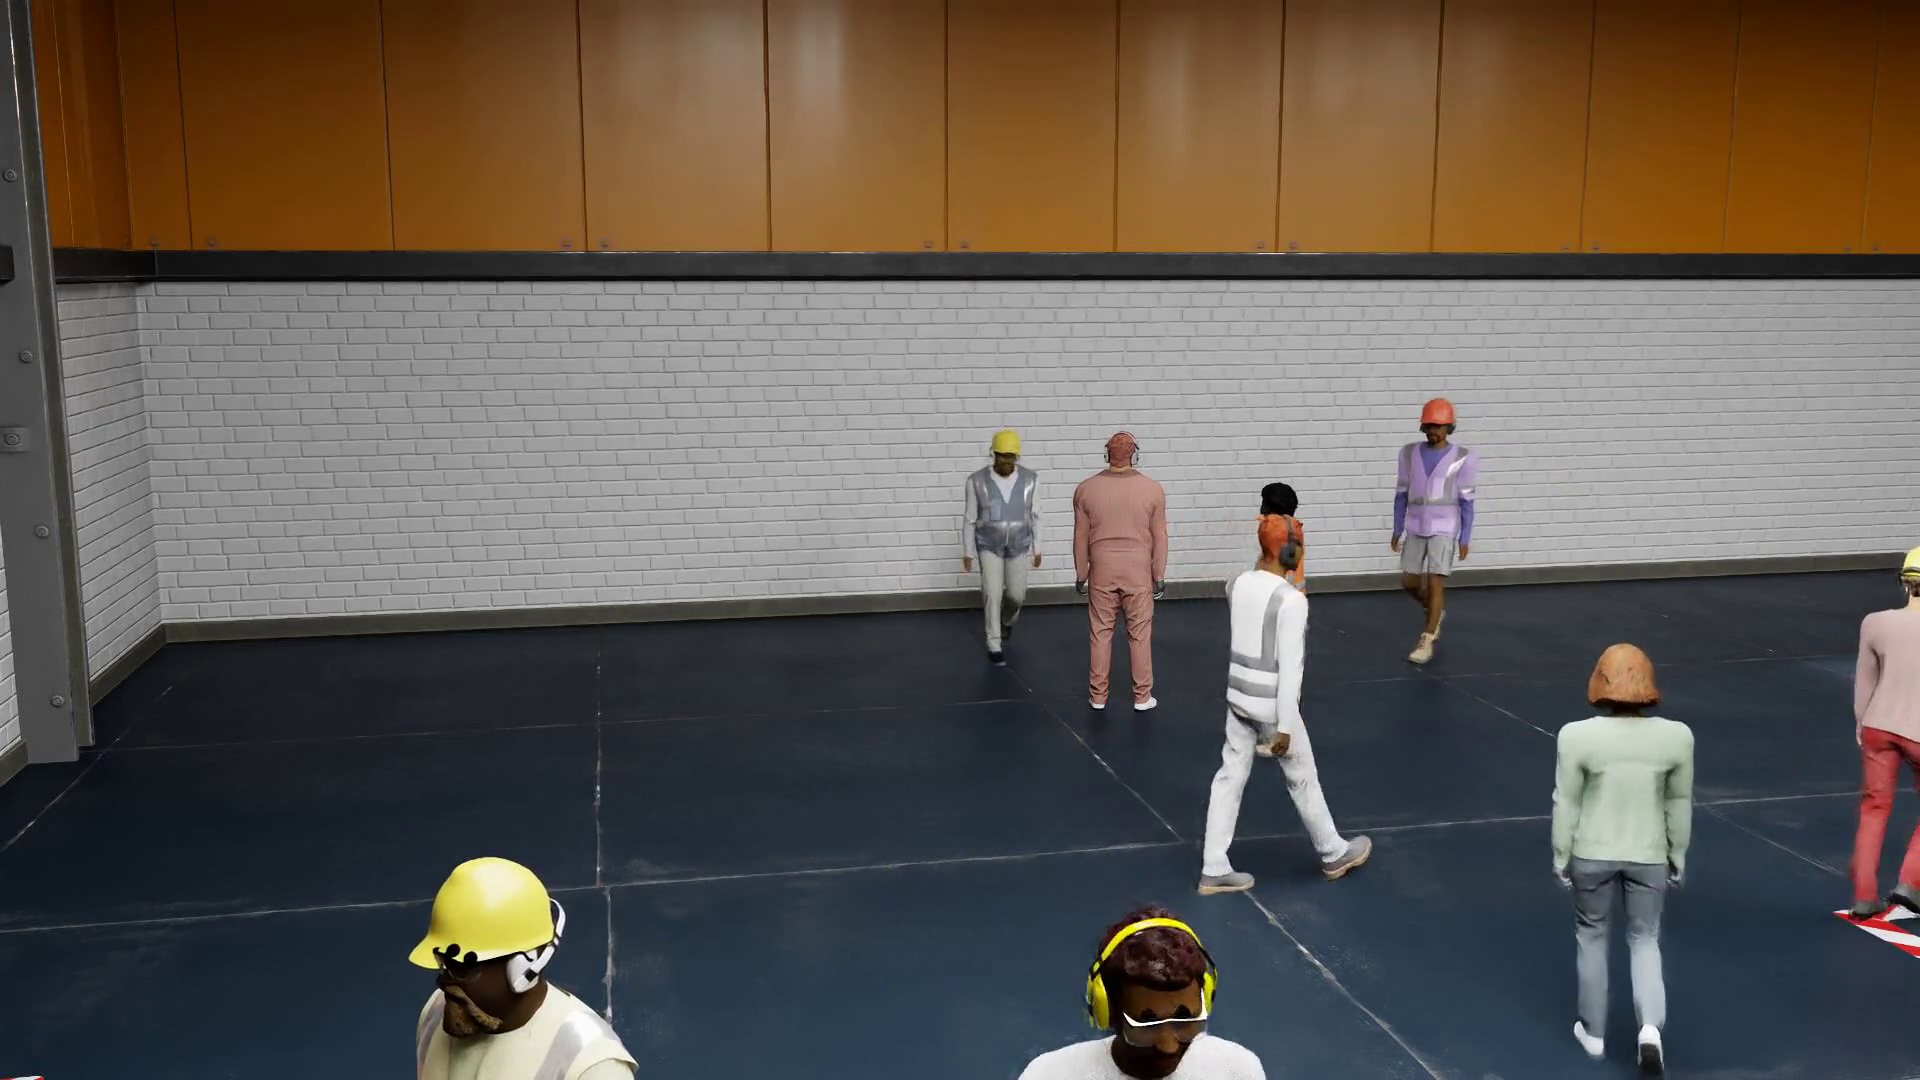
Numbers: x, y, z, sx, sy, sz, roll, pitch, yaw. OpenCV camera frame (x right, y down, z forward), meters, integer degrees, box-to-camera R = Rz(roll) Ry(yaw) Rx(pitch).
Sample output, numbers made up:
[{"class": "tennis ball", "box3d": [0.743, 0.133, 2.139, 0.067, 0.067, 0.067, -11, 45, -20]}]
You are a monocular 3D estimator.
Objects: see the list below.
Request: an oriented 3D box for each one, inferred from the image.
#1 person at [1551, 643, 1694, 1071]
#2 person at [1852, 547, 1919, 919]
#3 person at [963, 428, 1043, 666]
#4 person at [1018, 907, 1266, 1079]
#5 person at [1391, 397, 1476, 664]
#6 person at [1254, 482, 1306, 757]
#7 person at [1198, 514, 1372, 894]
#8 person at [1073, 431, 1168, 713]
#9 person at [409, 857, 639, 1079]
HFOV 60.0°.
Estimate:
[{"class": "person", "box3d": [2.465, 1.194, 6.195, 0.502, 1.618, 0.496, 1, 9, 8]}, {"class": "person", "box3d": [4.333, 0.891, 7.605, 0.460, 1.747, 0.565, -6, 11, -33]}, {"class": "person", "box3d": [0.318, 0.026, 12.740, 0.615, 1.805, 0.652, -1, 9, -8]}, {"class": "person", "box3d": [0.394, 1.580, 3.169, 0.547, 1.826, 0.845, -3, 10, -17]}, {"class": "person", "box3d": [3.633, -0.088, 12.750, 0.631, 2.030, 0.655, 7, 12, 37]}, {"class": "person", "box3d": [1.966, 0.488, 10.242, 0.317, 1.697, 0.540, 4, 10, 23]}, {"class": "person", "box3d": [1.562, 0.782, 8.027, 0.956, 1.839, 0.580, -5, 11, -29]}, {"class": "person", "box3d": [1.087, 0.220, 11.246, 0.638, 1.909, 0.408, 2, 9, 11]}, {"class": "person", "box3d": [-0.929, 1.536, 3.447, 0.602, 1.830, 0.404, 6, 11, 34]}]
